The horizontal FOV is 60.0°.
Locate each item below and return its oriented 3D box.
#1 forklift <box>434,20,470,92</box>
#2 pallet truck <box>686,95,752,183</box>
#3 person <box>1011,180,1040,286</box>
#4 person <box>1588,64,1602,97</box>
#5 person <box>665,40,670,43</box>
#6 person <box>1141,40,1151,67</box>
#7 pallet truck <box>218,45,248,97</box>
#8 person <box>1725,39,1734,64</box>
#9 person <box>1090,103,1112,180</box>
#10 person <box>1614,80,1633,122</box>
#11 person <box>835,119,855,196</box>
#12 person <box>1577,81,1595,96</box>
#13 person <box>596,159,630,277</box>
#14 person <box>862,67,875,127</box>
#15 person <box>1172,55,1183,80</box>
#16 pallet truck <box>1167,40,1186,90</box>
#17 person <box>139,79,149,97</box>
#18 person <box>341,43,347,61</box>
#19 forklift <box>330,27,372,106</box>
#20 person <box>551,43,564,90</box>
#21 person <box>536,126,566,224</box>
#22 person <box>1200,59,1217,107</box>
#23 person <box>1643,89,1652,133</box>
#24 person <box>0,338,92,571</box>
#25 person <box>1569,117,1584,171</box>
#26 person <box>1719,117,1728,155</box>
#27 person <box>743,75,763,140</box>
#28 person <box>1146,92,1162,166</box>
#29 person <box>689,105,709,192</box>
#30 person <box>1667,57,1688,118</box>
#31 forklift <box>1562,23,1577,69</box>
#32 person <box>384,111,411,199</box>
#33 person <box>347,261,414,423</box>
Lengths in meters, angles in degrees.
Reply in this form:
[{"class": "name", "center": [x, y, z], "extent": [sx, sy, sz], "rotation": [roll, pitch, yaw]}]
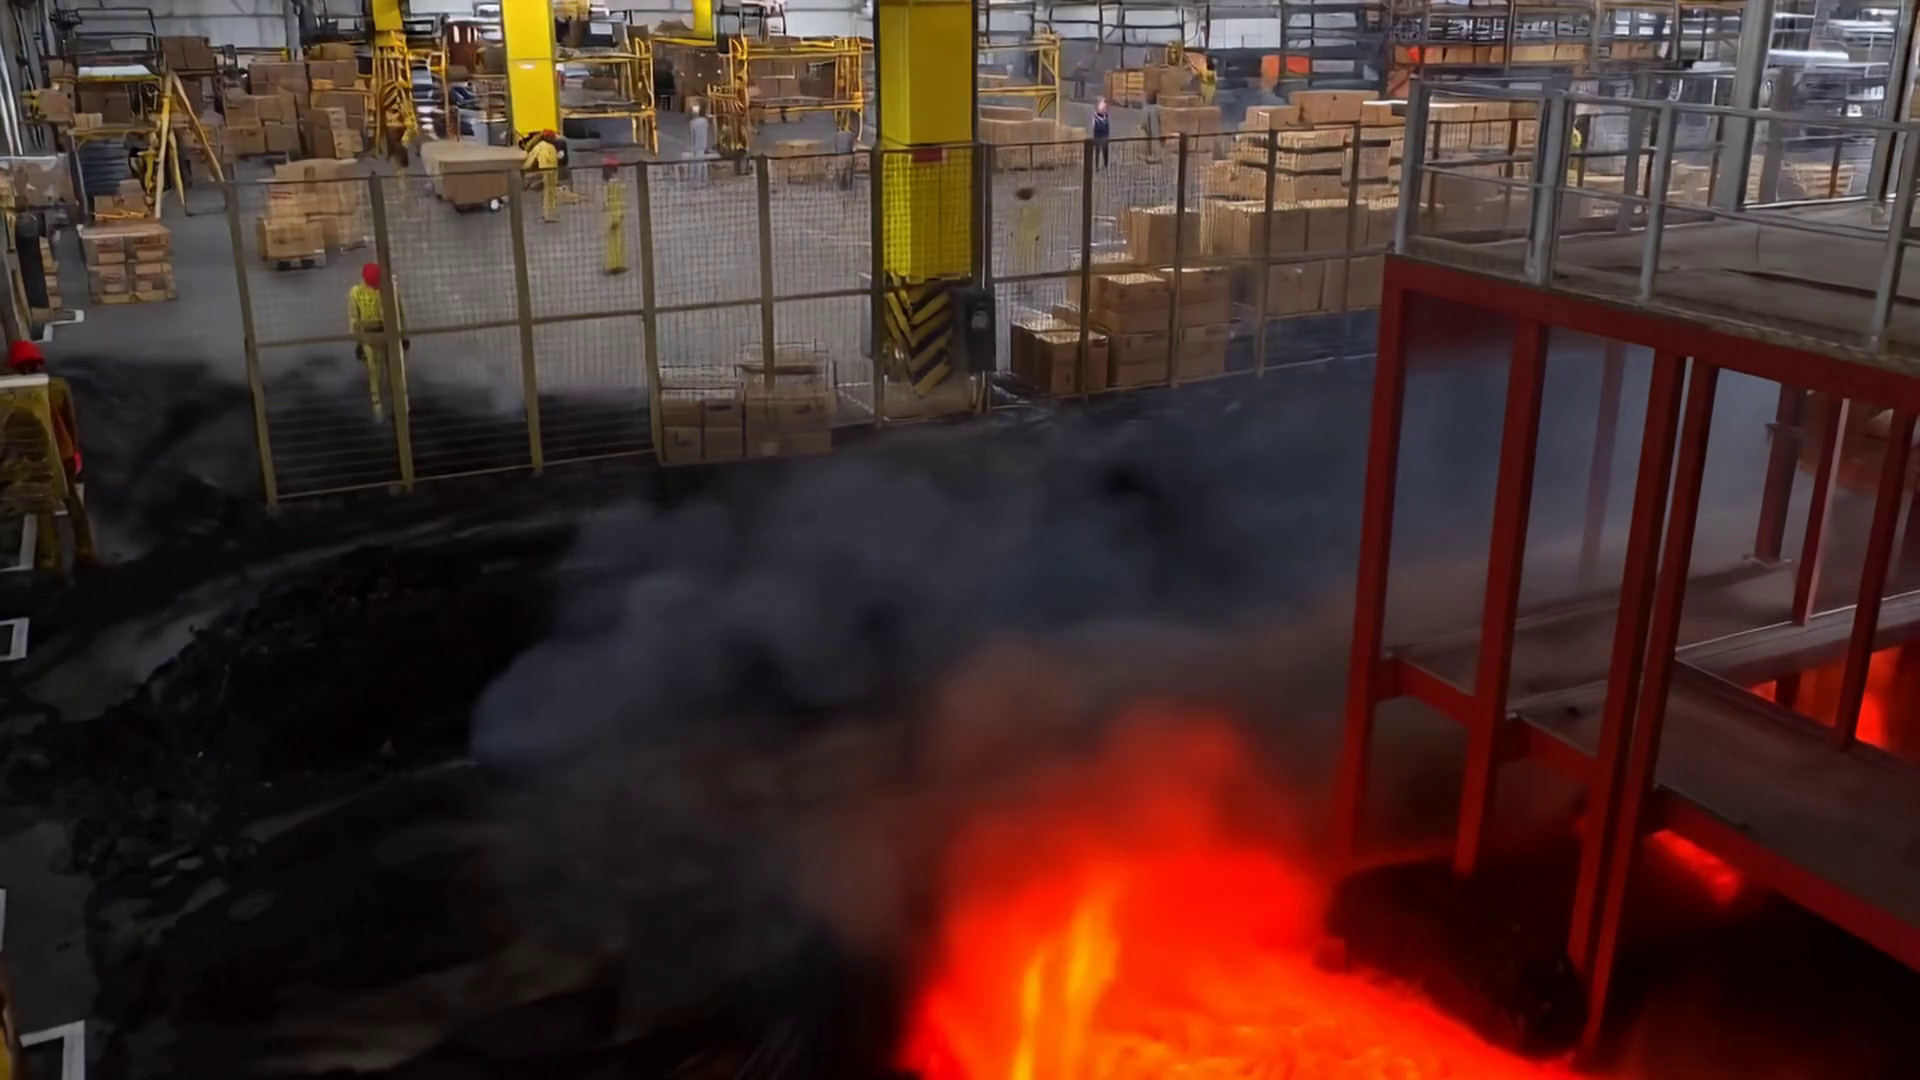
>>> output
[{"class": "forklift", "center": [-20.614, -19.896, 68.346], "extent": [1.129, 2.768, 1.873], "rotation": [13, 23, 33]}, {"class": "pallet truck", "center": [-5.836, -9.608, 39.856], "extent": [0.823, 1.965, 1.885], "rotation": [10, 22, 27]}, {"class": "person", "center": [1.051, -4.962, 26.845], "extent": [0.491, 1.695, 0.905], "rotation": [5, 20, 13]}, {"class": "person", "center": [19.817, -13.869, 52.141], "extent": [0.539, 2.000, 0.689], "rotation": [2, 19, 5]}, {"class": "person", "center": [-12.657, -20.732, 72.231], "extent": [0.499, 1.916, 0.624], "rotation": [3, 19, 8]}, {"class": "person", "center": [8.273, -21.286, 73.963], "extent": [0.428, 1.839, 0.637], "rotation": [8, 21, 22]}, {"class": "pallet truck", "center": [-28.879, -18.665, 66.111], "extent": [0.823, 1.965, 1.885], "rotation": [-3, 19, -9]}, {"class": "person", "center": [33.436, -20.728, 72.114], "extent": [1.039, 1.990, 0.626], "rotation": [1, 19, 2]}, {"class": "person", "center": [3.398, -9.604, 40.147], "extent": [0.551, 1.794, 0.965], "rotation": [0, 19, 1]}, {"class": "person", "center": [19.876, -12.948, 49.922], "extent": [0.521, 1.744, 0.771], "rotation": [5, 20, 14]}, {"class": "person", "center": [-2.581, -8.620, 37.458], "extent": [0.548, 1.688, 0.323], "rotation": [11, 22, 30]}, {"class": "person", "center": [17.646, -12.086, 47.141], "extent": [0.565, 1.925, 0.429], "rotation": [9, 21, 24]}, {"class": "person", "center": [-5.799, -5.339, 27.599], "extent": [0.581, 1.928, 0.664], "rotation": [-12, 22, -31]}, {"class": "person", "center": [-2.909, -14.248, 53.497], "extent": [0.567, 1.878, 0.350], "rotation": [15, 24, 36]}, {"class": "person", "center": [8.587, -18.283, 65.586], "extent": [0.530, 1.626, 0.527], "rotation": [-17, 25, -39]}, {"class": "pallet truck", "center": [9.045, -19.971, 69.895], "extent": [0.823, 1.965, 1.885], "rotation": [-3, 19, -8]}, {"class": "person", "center": [-25.126, -13.426, 51.480], "extent": [0.515, 1.634, 0.313], "rotation": [9, 21, 25]}, {"class": "person", "center": [-28.189, -21.795, 75.308], "extent": [0.666, 1.909, 0.791], "rotation": [1, 19, 4]}, {"class": "forklift", "center": [-22.694, -17.278, 60.757], "extent": [1.873, 2.768, 1.129], "rotation": [-9, 21, -25]}, {"class": "person", "center": [-16.705, -19.631, 69.030], "extent": [0.558, 1.920, 0.763], "rotation": [-7, 20, -20]}, {"class": "person", "center": [-8.213, -7.309, 33.312], "extent": [0.381, 1.917, 0.585], "rotation": [-18, 26, -41]}, {"class": "person", "center": [8.681, -15.821, 58.034], "extent": [0.619, 1.873, 0.973], "rotation": [0, 19, -1]}, {"class": "person", "center": [18.145, -11.055, 44.274], "extent": [0.531, 1.850, 0.676], "rotation": [-5, 20, -14]}, {"class": "person", "center": [-7.769, -0.723, 14.117], "extent": [0.393, 1.996, 0.622], "rotation": [14, 24, 35]}, {"class": "person", "center": [13.166, -8.124, 35.675], "extent": [0.392, 1.919, 0.589], "rotation": [14, 24, 35]}, {"class": "person", "center": [16.165, -7.952, 35.161], "extent": [0.374, 1.928, 0.542], "rotation": [10, 21, 27]}, {"class": "person", "center": [-6.151, -12.797, 49.256], "extent": [0.598, 1.898, 0.864], "rotation": [9, 21, 25]}, {"class": "person", "center": [5.032, -10.626, 42.998], "extent": [0.513, 1.872, 0.328], "rotation": [-18, 26, -41]}, {"class": "person", "center": [-5.982, -8.945, 38.022], "extent": [0.352, 1.937, 0.635], "rotation": [7, 20, 20]}, {"class": "person", "center": [24.453, -15.433, 56.743], "extent": [0.622, 1.992, 0.394], "rotation": [6, 20, 16]}, {"class": "forklift", "center": [23.460, -19.014, 65.789], "extent": [1.873, 2.768, 1.129], "rotation": [-9, 21, -25]}, {"class": "person", "center": [-12.546, -8.639, 37.197], "extent": [0.546, 1.909, 0.872], "rotation": [0, 19, 1]}, {"class": "person", "center": [-6.521, -2.239, 18.754], "extent": [0.638, 1.830, 0.429], "rotation": [-11, 22, -29]}]
